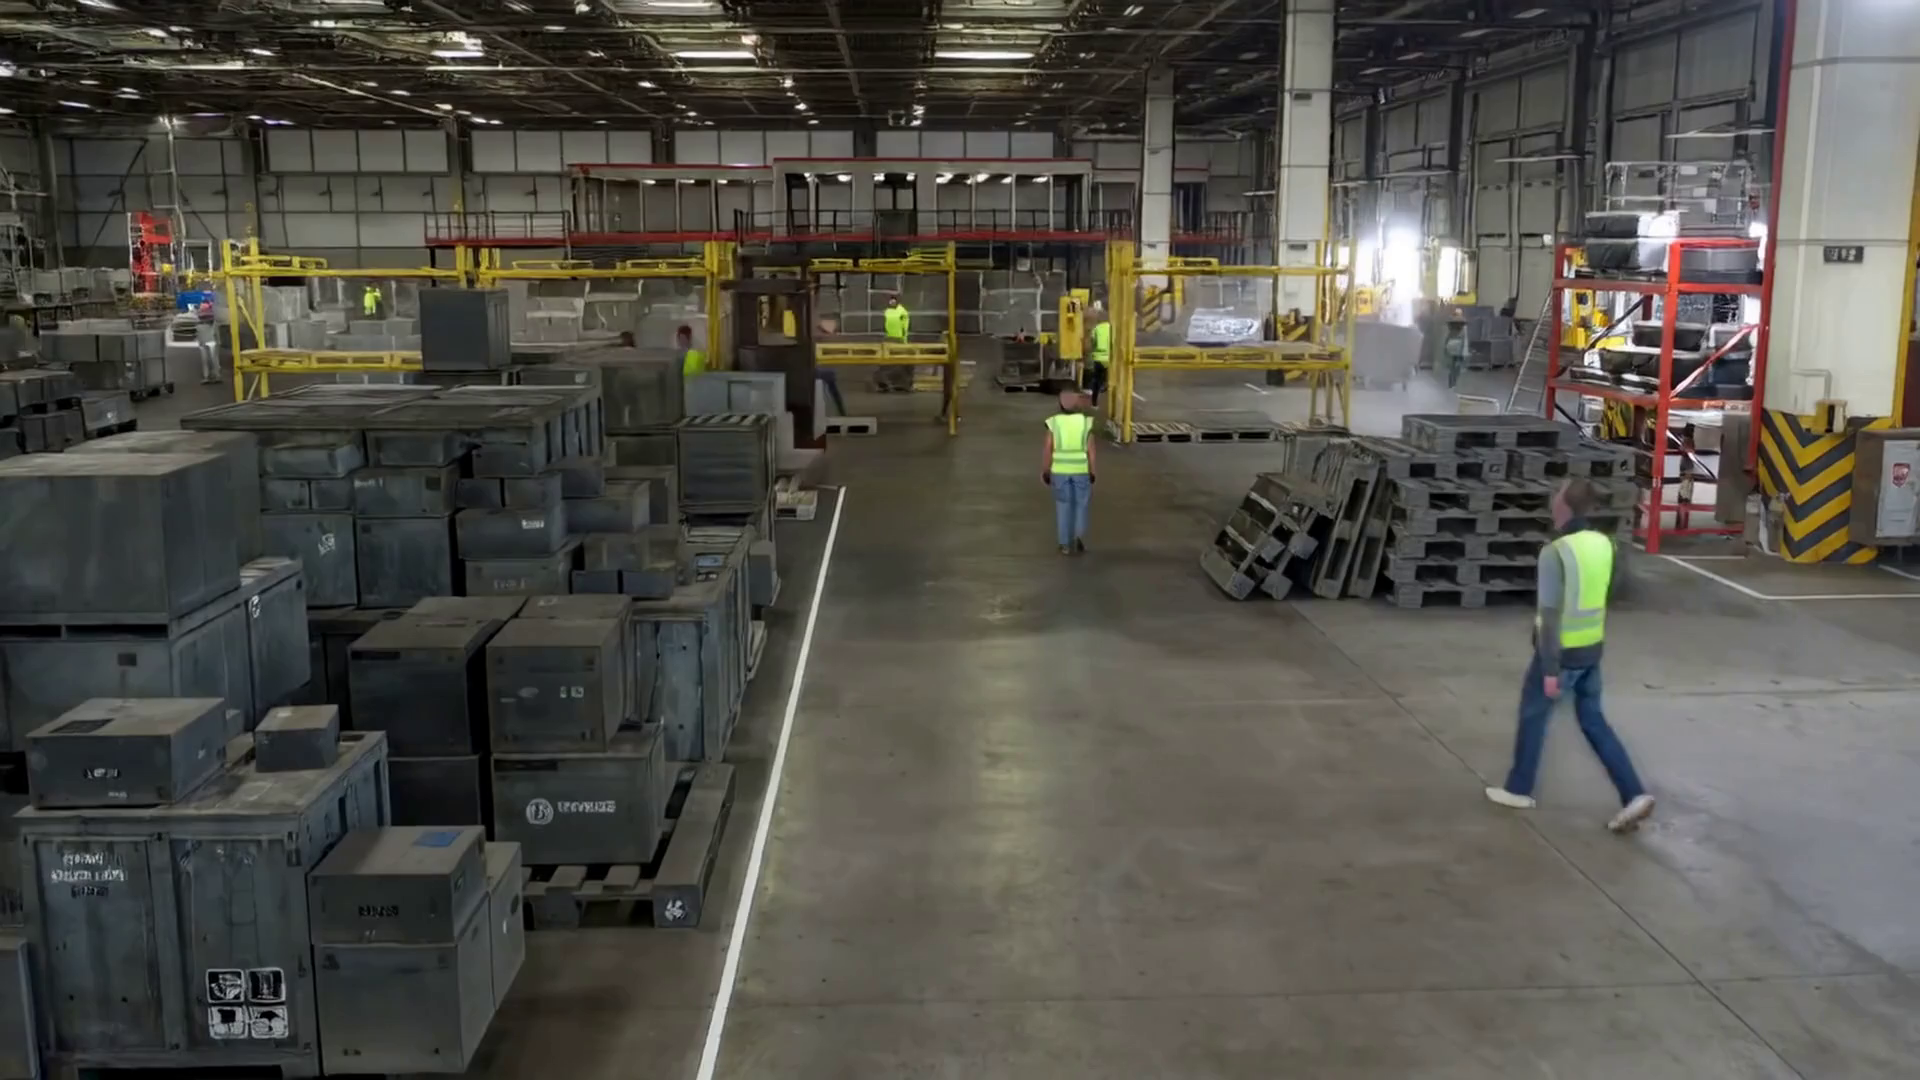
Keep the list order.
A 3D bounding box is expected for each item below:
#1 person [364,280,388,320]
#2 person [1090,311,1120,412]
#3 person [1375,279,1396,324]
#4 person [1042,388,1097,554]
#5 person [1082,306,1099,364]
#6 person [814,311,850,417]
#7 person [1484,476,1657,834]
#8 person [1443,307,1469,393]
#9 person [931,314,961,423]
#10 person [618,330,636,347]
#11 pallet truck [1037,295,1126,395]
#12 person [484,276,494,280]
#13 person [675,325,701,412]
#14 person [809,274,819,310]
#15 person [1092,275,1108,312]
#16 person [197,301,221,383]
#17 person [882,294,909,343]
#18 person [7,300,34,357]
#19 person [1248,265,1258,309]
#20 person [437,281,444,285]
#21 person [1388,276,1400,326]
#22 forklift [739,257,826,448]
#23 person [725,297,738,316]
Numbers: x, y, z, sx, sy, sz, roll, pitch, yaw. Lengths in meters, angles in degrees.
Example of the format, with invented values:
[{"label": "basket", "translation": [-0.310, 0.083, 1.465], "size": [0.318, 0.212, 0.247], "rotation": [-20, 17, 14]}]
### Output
[{"label": "person", "translation": [-15.216, -5.770, 43.462], "size": [0.535, 2.000, 0.688], "rotation": [2, 10, 8]}, {"label": "person", "translation": [2.601, -3.203, 29.873], "size": [0.628, 1.800, 0.961], "rotation": [6, 12, 29]}, {"label": "person", "translation": [12.852, -6.924, 50.243], "size": [0.616, 1.914, 0.953], "rotation": [6, 12, 28]}, {"label": "person", "translation": [1.060, -0.660, 16.116], "size": [0.542, 1.624, 0.374], "rotation": [0, 10, 1]}, {"label": "person", "translation": [2.756, -4.074, 35.020], "size": [0.397, 1.683, 0.540], "rotation": [10, 14, 43]}, {"label": "person", "translation": [-2.262, -2.867, 27.756], "size": [1.005, 1.882, 0.586], "rotation": [0, 10, -1]}, {"label": "person", "translation": [3.197, 0.591, 8.593], "size": [0.581, 1.854, 0.935], "rotation": [-6, 12, -31]}, {"label": "person", "translation": [10.039, -3.839, 33.643], "size": [0.534, 1.706, 0.726], "rotation": [8, 13, 37]}, {"label": "person", "translation": [-0.286, -2.876, 27.959], "size": [0.774, 1.816, 0.520], "rotation": [6, 12, 32]}, {"label": "person", "translation": [-4.225, -1.712, 21.177], "size": [0.442, 1.920, 0.639], "rotation": [-8, 13, -38]}, {"label": "pallet truck", "translation": [2.483, -3.881, 33.060], "size": [1.885, 1.965, 0.823], "rotation": [-7, 13, -36]}, {"label": "person", "translation": [-19.843, -10.528, 70.445], "size": [0.615, 1.867, 0.525], "rotation": [0, 10, -1]}, {"label": "person", "translation": [-3.729, -2.056, 23.197], "size": [0.785, 1.897, 0.597], "rotation": [-6, 12, -29]}, {"label": "person", "translation": [-5.206, -8.395, 58.407], "size": [0.546, 1.930, 0.392], "rotation": [-4, 11, -23]}, {"label": "person", "translation": [5.006, -8.559, 59.571], "size": [0.624, 1.841, 0.430], "rotation": [6, 12, 32]}, {"label": "person", "translation": [-16.149, -4.244, 35.732], "size": [0.524, 1.768, 0.311], "rotation": [2, 10, 10]}, {"label": "person", "translation": [-1.407, -4.320, 35.715], "size": [0.647, 1.920, 0.450], "rotation": [7, 12, 34]}, {"label": "person", "translation": [-18.476, -3.754, 32.639], "size": [0.543, 1.904, 0.917], "rotation": [5, 11, 25]}, {"label": "person", "translation": [13.200, -11.317, 74.549], "size": [0.617, 1.979, 0.542], "rotation": [-3, 10, -14]}, {"label": "person", "translation": [-13.913, -6.011, 45.016], "size": [0.672, 1.976, 0.612], "rotation": [9, 13, 40]}, {"label": "person", "translation": [14.476, -7.875, 55.581], "size": [0.601, 1.901, 0.503], "rotation": [9, 14, 42]}, {"label": "forklift", "translation": [-2.526, -2.512, 22.975], "size": [1.129, 2.768, 1.873], "rotation": [1, 10, 5]}, {"label": "person", "translation": [-4.903, -4.366, 36.163], "size": [0.329, 1.861, 0.504], "rotation": [5, 11, 26]}]
